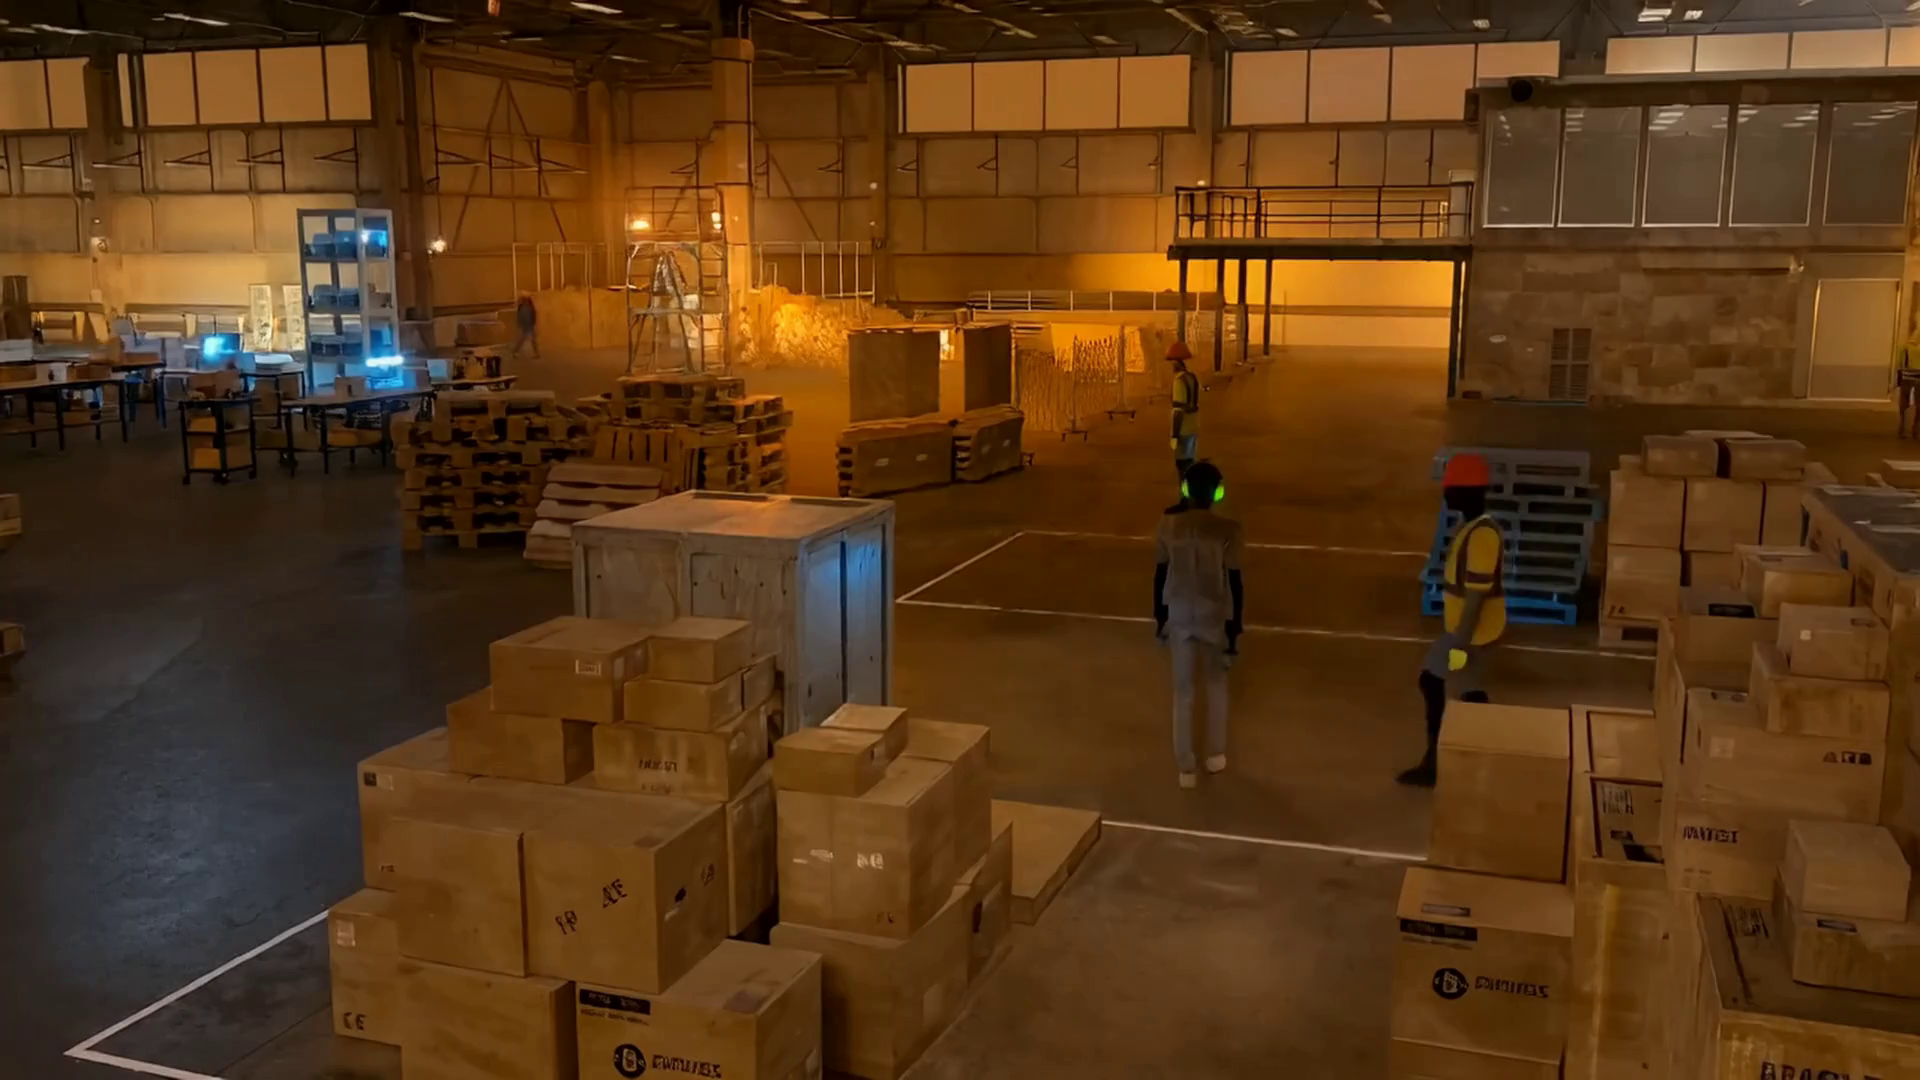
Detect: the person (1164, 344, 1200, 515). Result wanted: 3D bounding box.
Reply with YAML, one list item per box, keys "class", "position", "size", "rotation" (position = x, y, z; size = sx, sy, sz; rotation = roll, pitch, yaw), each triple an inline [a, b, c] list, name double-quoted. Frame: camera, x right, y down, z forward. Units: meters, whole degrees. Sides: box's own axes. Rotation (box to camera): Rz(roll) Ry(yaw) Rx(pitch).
- class: "person"
  position: [2.496, -1.245, 18.789]
  size: [0.399, 1.928, 0.542]
  rotation: [5, 11, 26]

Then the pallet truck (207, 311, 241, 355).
- class: "pallet truck"
  position: [-19.537, -5.575, 44.913]
  size: [0.653, 1.274, 1.630]
  rotation: [3, 11, 19]

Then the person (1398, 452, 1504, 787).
- class: "person"
  position: [2.668, 0.476, 9.090]
  size: [0.649, 1.919, 0.570]
  rotation: [1, 10, 5]

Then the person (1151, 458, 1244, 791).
- class: "person"
  position: [1.335, 0.464, 9.382]
  size: [0.526, 1.845, 0.650]
  rotation: [2, 10, 12]

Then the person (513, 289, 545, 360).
- class: "person"
  position: [-11.517, -5.733, 44.231]
  size: [0.983, 1.868, 0.648]
  rotation: [-9, 13, -41]

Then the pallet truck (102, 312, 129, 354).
- class: "pallet truck"
  position: [-23.057, -5.777, 46.261]
  size: [0.680, 1.201, 1.601]
  rotation: [3, 11, 19]

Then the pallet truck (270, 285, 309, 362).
- class: "pallet truck"
  position: [-17.147, -5.700, 43.663]
  size: [0.823, 1.965, 1.885]
  rotation: [3, 11, 17]

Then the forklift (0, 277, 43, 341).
- class: "forklift"
  position: [-27.151, -6.329, 46.328]
  size: [1.157, 1.987, 2.680]
  rotation: [3, 11, 17]

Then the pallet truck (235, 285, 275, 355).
- class: "pallet truck"
  position: [-18.327, -5.835, 44.421]
  size: [0.823, 1.965, 1.885]
  rotation: [4, 11, 23]

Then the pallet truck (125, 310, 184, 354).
- class: "pallet truck"
  position: [-22.038, -5.665, 45.457]
  size: [0.704, 1.261, 1.522]
  rotation: [3, 11, 17]

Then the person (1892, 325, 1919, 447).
- class: "person"
  position: [14.492, -2.357, 25.262]
  size: [0.578, 1.860, 0.876]
  rotation: [5, 11, 27]
